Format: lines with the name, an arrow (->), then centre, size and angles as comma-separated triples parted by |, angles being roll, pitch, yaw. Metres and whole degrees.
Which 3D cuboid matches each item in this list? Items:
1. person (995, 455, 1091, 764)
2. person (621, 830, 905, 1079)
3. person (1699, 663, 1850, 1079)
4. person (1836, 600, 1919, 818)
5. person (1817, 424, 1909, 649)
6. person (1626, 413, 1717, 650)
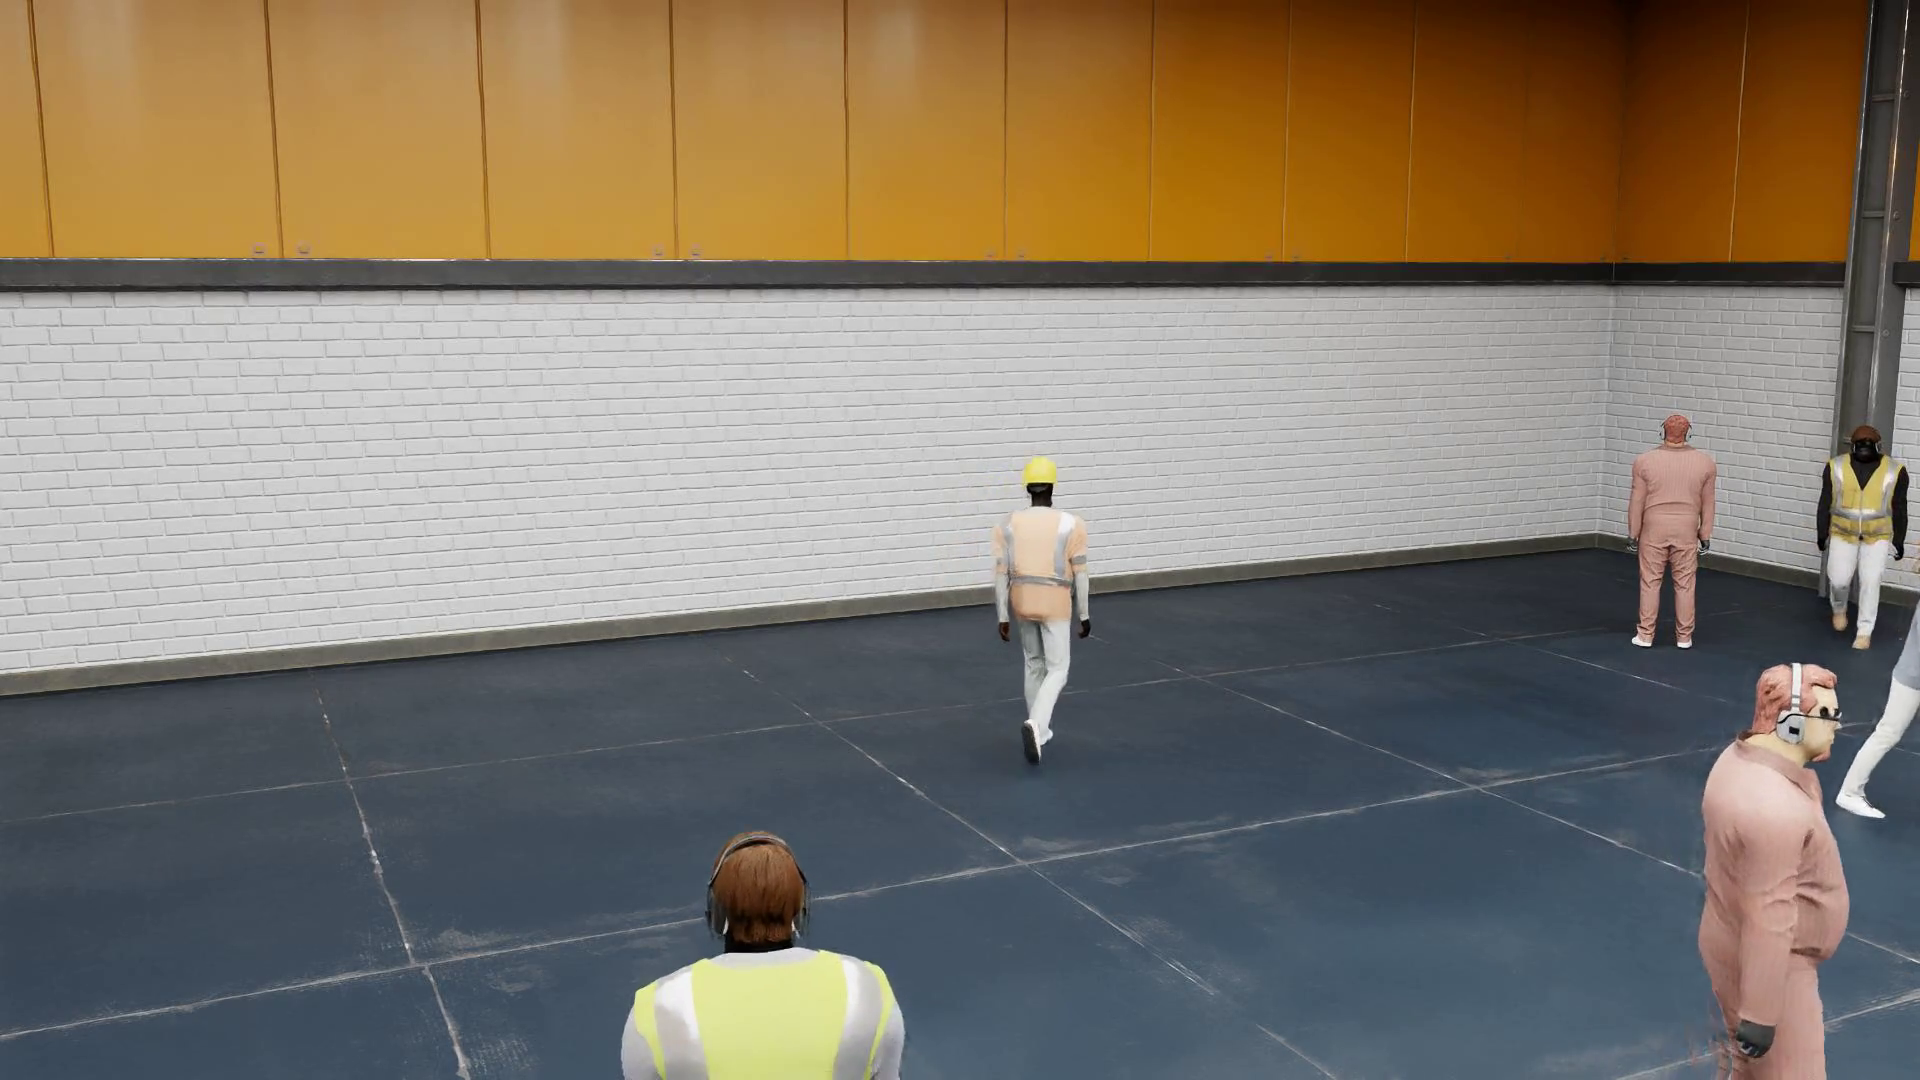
person -> 0.490, 0.425, 10.359 | 0.596, 1.904, 0.787 | 4, 10, 22
person -> -0.458, 1.526, 3.839 | 0.660, 1.794, 0.939 | -2, 9, -15
person -> 2.397, 1.290, 5.044 | 0.539, 1.893, 0.648 | 2, 9, 14
person -> 5.269, 0.798, 9.021 | 0.521, 1.580, 0.891 | -8, 12, -41
person -> 7.323, -0.044, 13.521 | 0.654, 1.822, 0.547 | 6, 11, 32
person -> 5.701, -0.064, 13.380 | 0.654, 1.906, 0.407 | 2, 9, 12
